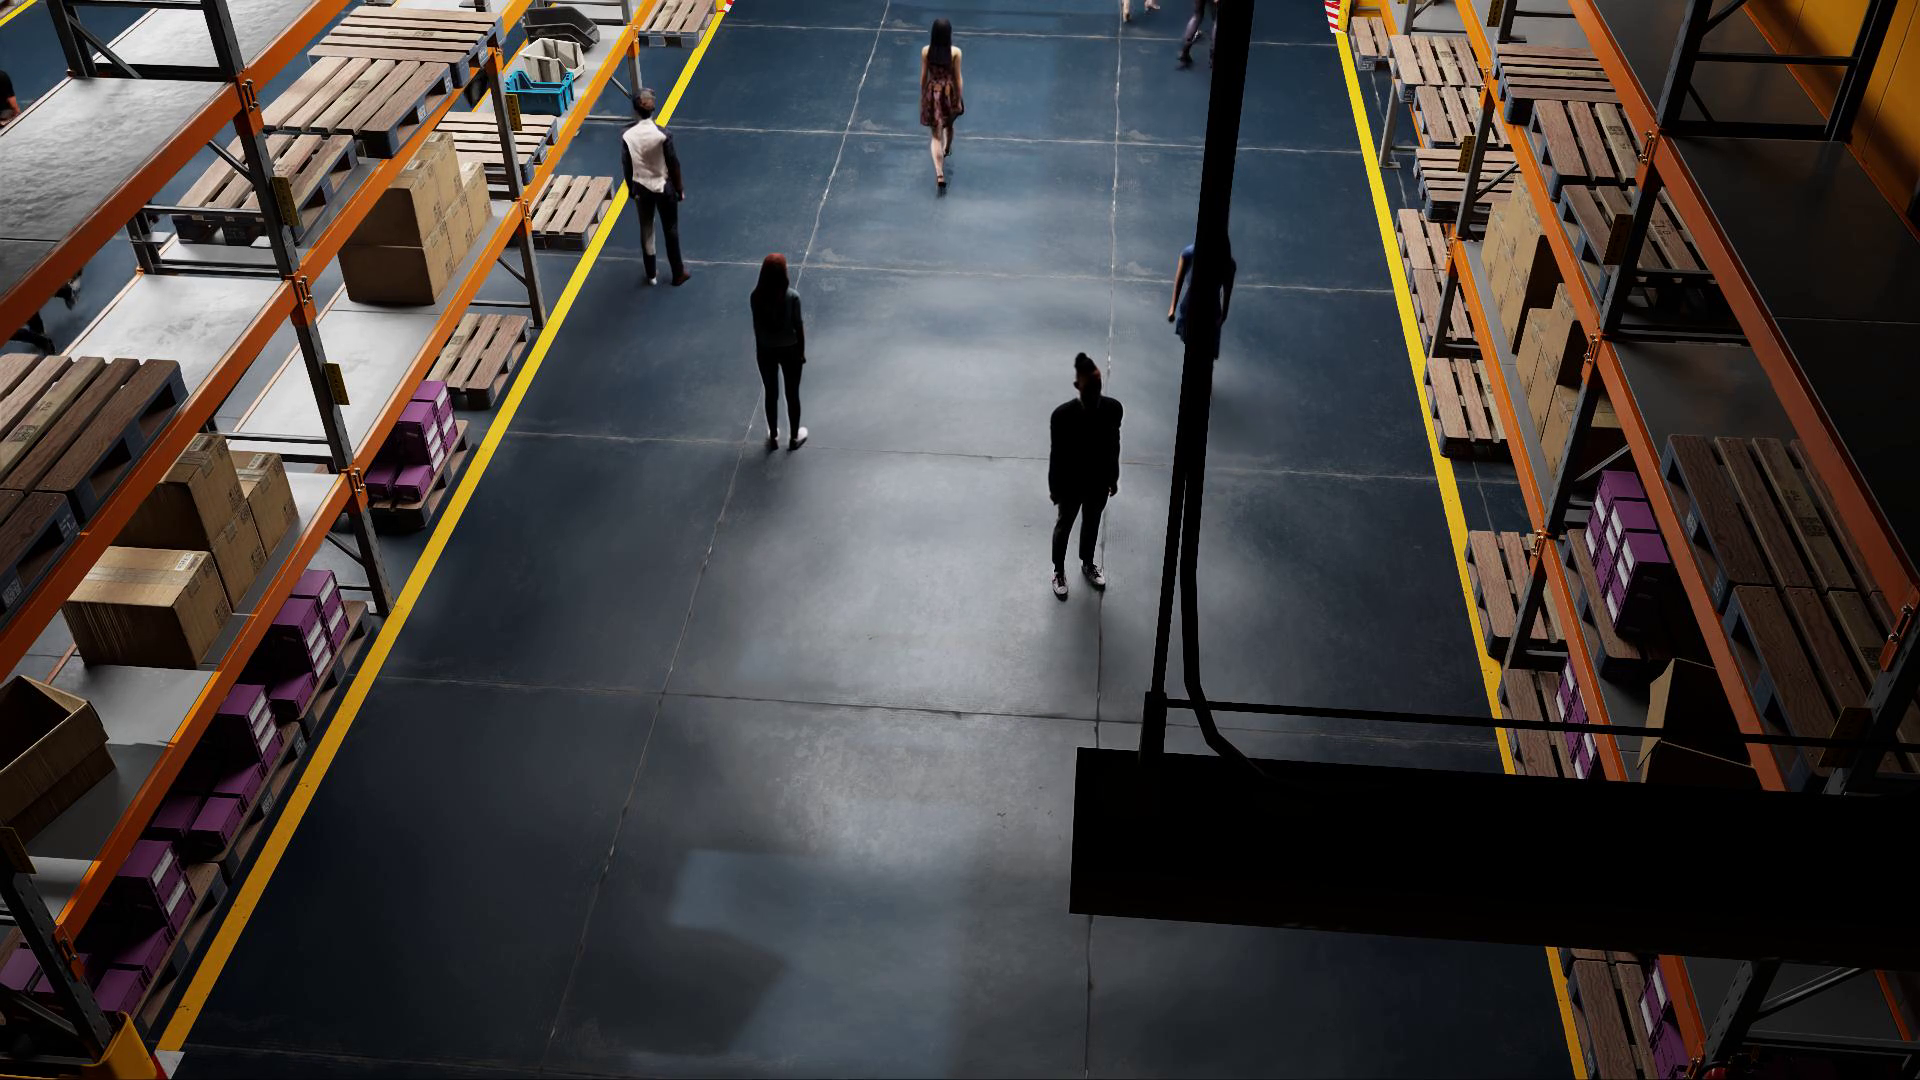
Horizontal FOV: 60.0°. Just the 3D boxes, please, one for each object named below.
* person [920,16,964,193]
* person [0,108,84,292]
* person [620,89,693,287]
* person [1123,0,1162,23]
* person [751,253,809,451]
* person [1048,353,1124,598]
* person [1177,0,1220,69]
[{"bbox_3d":[-0.201,-4.410,16.973,0.601,1.715,1.130,2,39,3],"label":"person"},{"bbox_3d":[-8.489,-3.218,15.460,0.804,1.741,1.057,-9,39,-11],"label":"person"},{"bbox_3d":[-2.828,-3.242,15.369,0.686,1.891,0.578,5,39,6],"label":"person"},{"bbox_3d":[2.222,-7.242,20.493,1.086,1.748,1.028,-30,47,-32],"label":"person"},{"bbox_3d":[-1.443,-1.493,13.298,0.561,1.742,0.521,2,39,2],"label":"person"},{"bbox_3d":[0.874,-0.477,11.864,0.786,1.945,0.752,-12,40,-14],"label":"person"},{"bbox_3d":[2.802,-6.416,19.397,0.996,1.824,0.916,-31,48,-33],"label":"person"}]
